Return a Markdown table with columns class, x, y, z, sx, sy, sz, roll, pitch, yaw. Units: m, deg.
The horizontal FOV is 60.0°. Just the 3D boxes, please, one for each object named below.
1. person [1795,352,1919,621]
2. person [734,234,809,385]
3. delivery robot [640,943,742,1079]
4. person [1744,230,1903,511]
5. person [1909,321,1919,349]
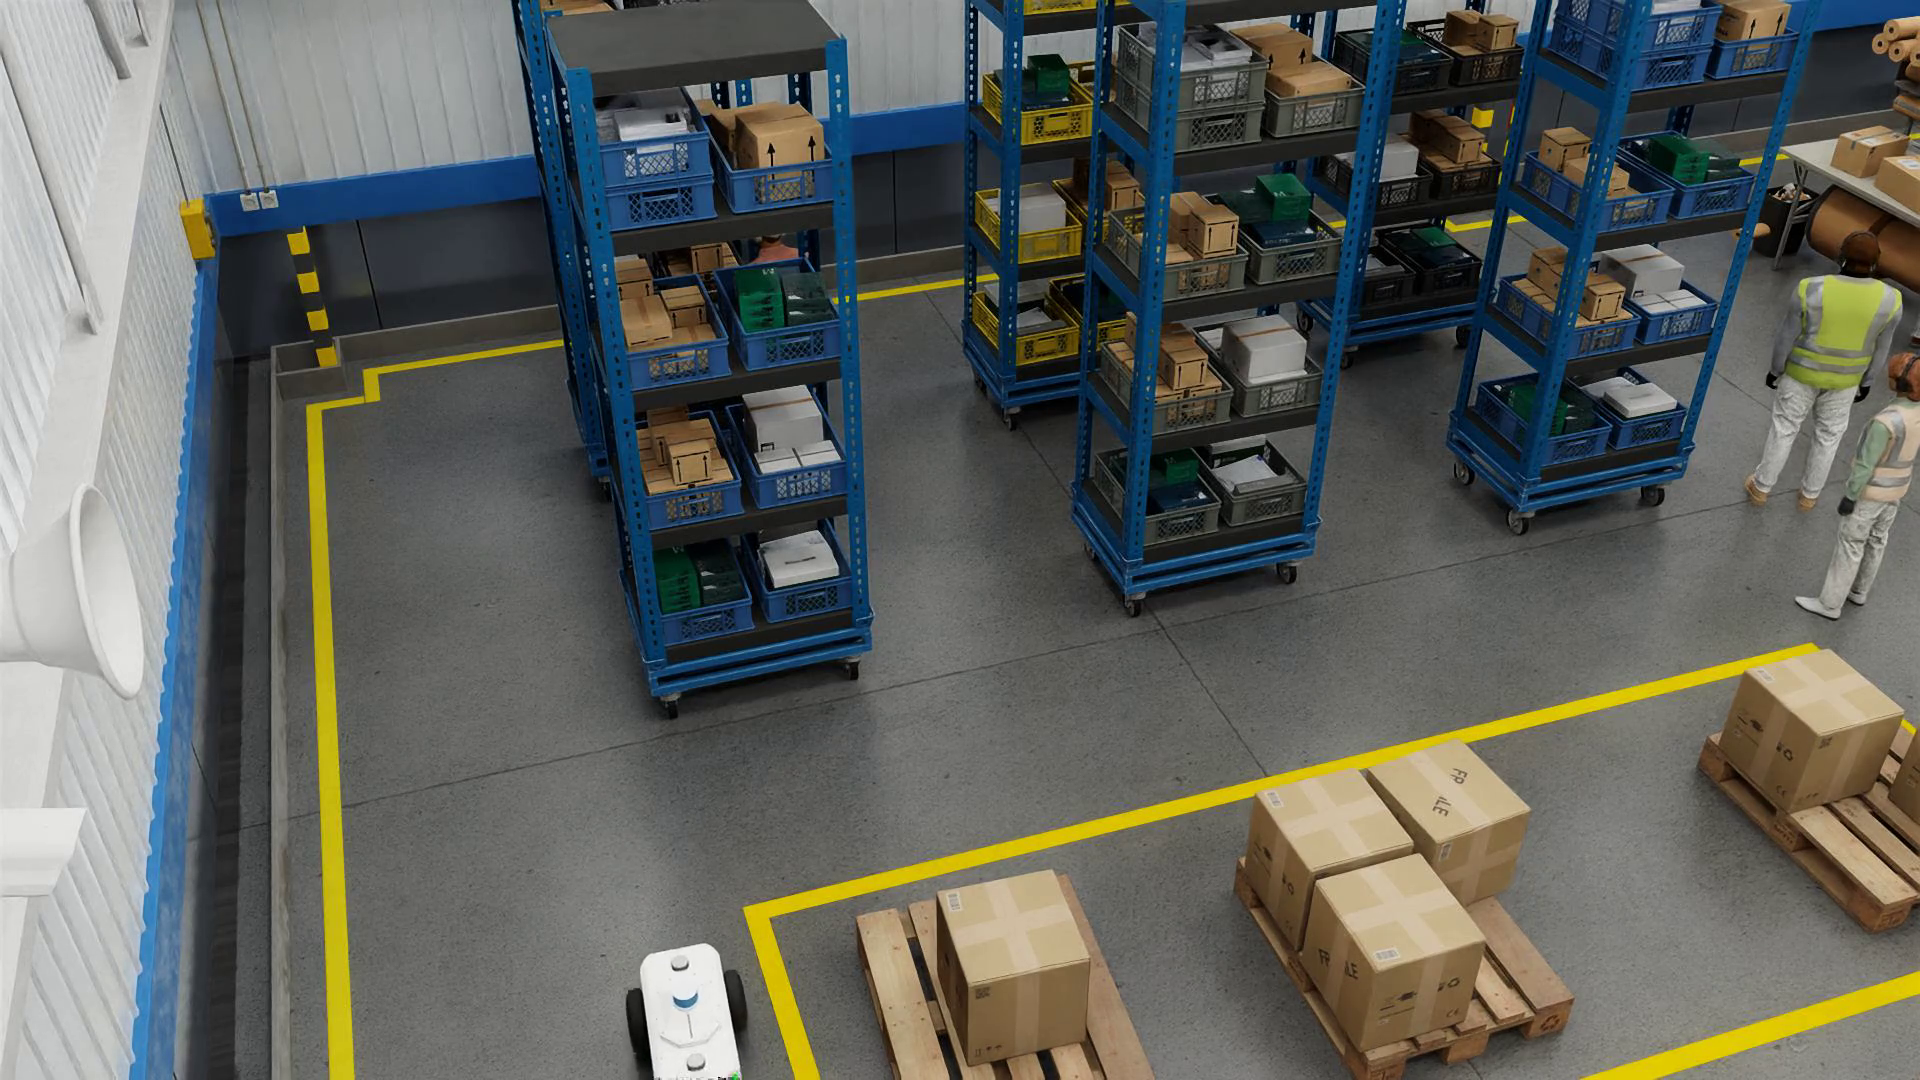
| class | x | y | z | sx | sy | sz | roll | pitch | yaw |
| --- | --- | --- | --- | --- | --- | --- | --- | --- | --- |
| person | 5.099 | -0.290 | 9.271 | 0.520 | 1.632 | 0.315 | -22 | 41 | -28 |
| person | -1.136 | -1.176 | 10.227 | 0.624 | 1.984 | 0.412 | -29 | 44 | -34 |
| delivery robot | -1.113 | 2.013 | 6.854 | 0.477 | 0.478 | 0.707 | -9 | 36 | -12 |
| person | 5.239 | -1.016 | 10.122 | 0.625 | 1.841 | 0.429 | 10 | 36 | 14 |
| person | 7.136 | -2.127 | 11.623 | 0.367 | 1.931 | 0.631 | 4 | 35 | 5 |
